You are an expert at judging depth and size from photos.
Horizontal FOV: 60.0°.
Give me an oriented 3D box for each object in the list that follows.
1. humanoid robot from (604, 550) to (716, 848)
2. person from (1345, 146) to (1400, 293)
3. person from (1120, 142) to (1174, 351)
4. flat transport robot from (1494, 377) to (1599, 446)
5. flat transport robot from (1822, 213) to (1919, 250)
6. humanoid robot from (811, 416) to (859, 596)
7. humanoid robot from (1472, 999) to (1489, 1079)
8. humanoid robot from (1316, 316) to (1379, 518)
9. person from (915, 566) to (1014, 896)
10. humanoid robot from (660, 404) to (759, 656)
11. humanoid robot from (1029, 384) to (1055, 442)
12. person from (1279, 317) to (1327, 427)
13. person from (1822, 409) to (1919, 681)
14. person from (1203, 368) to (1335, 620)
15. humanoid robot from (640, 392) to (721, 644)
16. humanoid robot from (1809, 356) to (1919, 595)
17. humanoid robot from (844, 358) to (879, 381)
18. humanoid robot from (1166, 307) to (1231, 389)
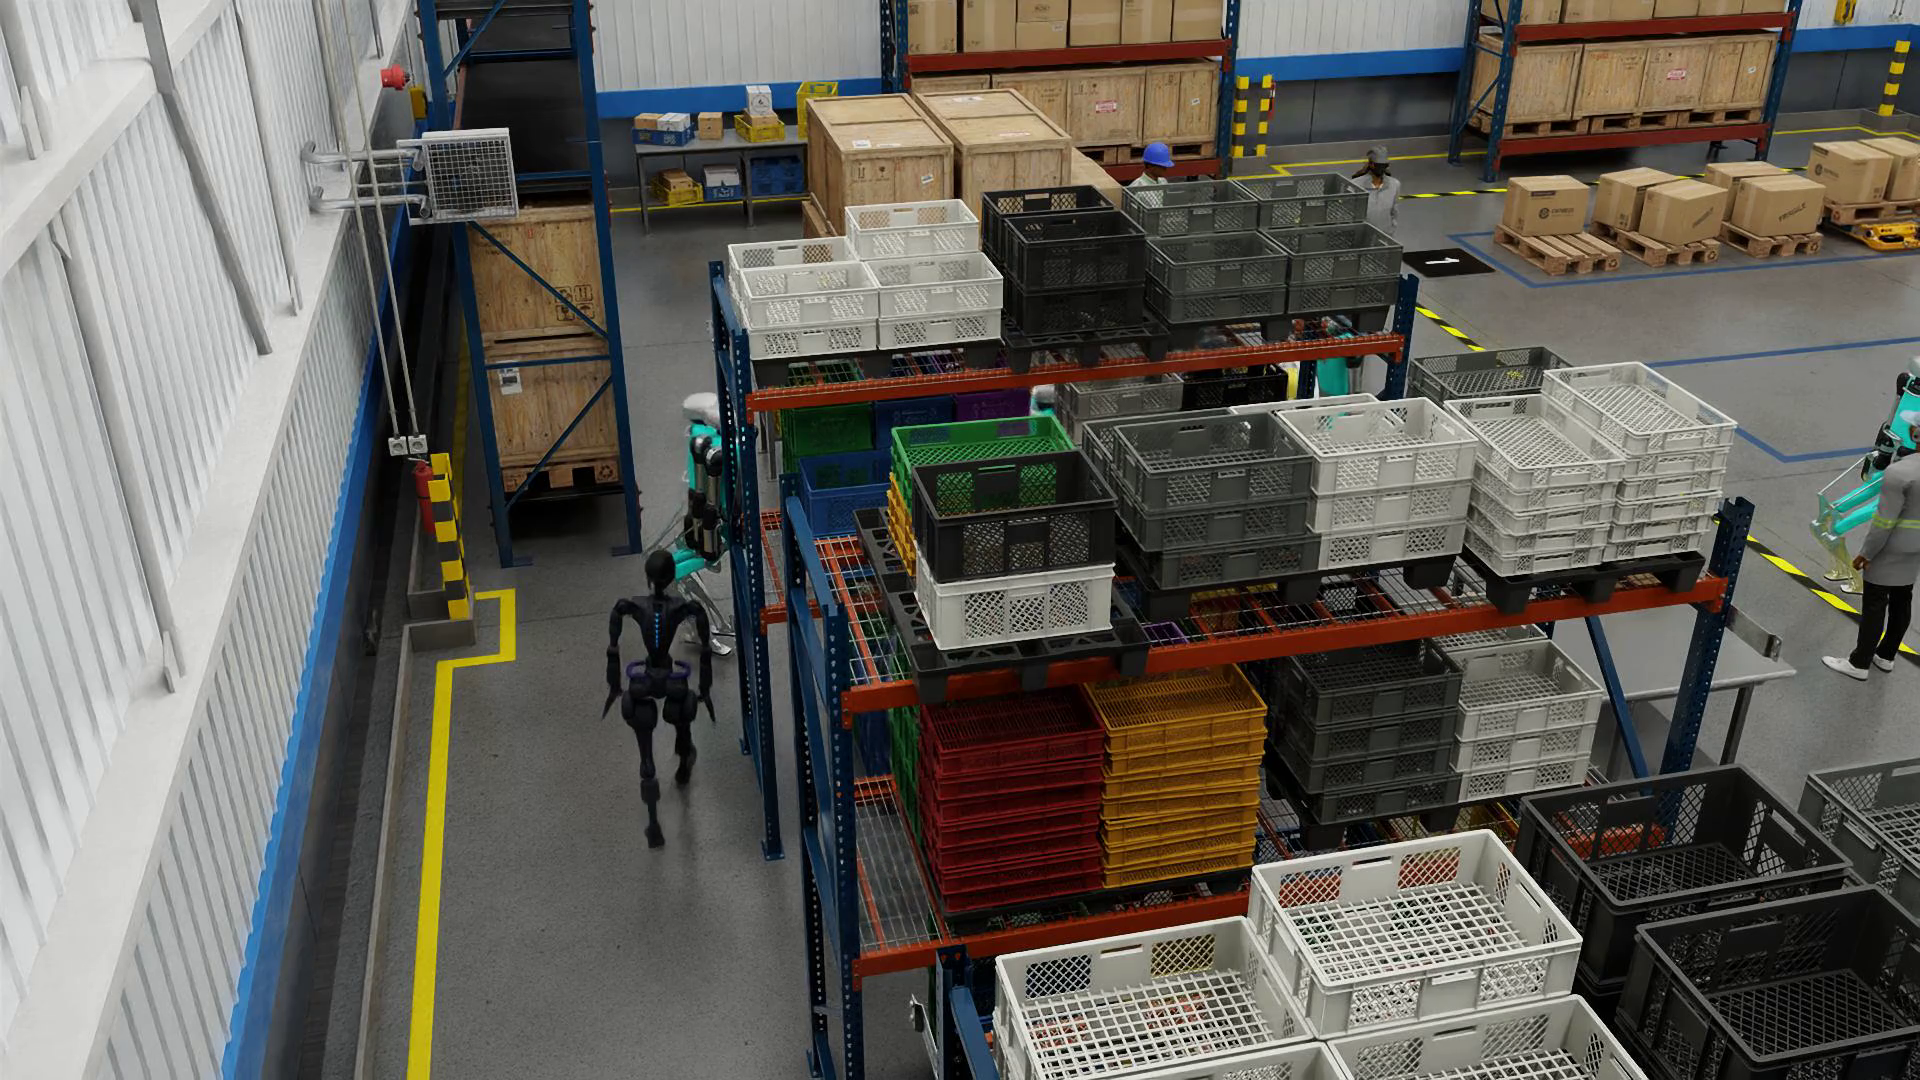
[{"bbox_3d":[-1.648,0.808,9.067,0.611,1.615,0.825,-3,28,-5],"label":"humanoid robot"},{"bbox_3d":[3.899,-2.897,15.932,0.566,1.769,0.397,-5,28,-9],"label":"person"},{"bbox_3d":[1.739,-2.727,15.433,0.412,1.939,0.602,20,34,33],"label":"person"},{"bbox_3d":[4.780,-1.036,14.013,0.659,0.231,1.431,-6,28,-12],"label":"flat transport robot"},{"bbox_3d":[10.246,-3.618,18.882,0.652,0.197,1.431,-6,28,-12],"label":"flat transport robot"},{"bbox_3d":[-0.794,-0.141,10.814,0.417,1.642,0.589,-25,37,-39],"label":"humanoid robot"},{"bbox_3d":[1.514,2.321,6.101,0.985,1.772,0.537,-3,28,-6],"label":"humanoid robot"},{"bbox_3d":[2.901,-0.868,12.159,0.827,1.801,0.531,-13,30,-23],"label":"humanoid robot"},{"bbox_3d":[0.093,0.997,8.279,0.515,2.023,0.634,-4,28,-8],"label":"person"},{"bbox_3d":[-1.631,-0.094,10.512,0.735,1.673,0.533,11,30,19],"label":"humanoid robot"},{"bbox_3d":[0.790,-0.254,10.956,0.788,1.775,0.532,-6,28,-12],"label":"humanoid robot"},{"bbox_3d":[2.322,-0.683,11.607,0.354,1.887,0.572,10,29,18],"label":"person"},{"bbox_3d":[5.809,0.017,10.316,0.589,1.852,0.365,-11,30,-20],"label":"person"},{"bbox_3d":[2.076,-0.262,10.921,0.923,1.765,0.626,2,28,4],"label":"person"},{"bbox_3d":[-1.796,-0.104,10.639,0.674,1.762,0.541,1,28,2],"label":"humanoid robot"},{"bbox_3d":[6.075,-0.429,11.142,0.735,1.677,0.533,-1,28,-2],"label":"humanoid robot"},{"bbox_3d":[-0.746,-0.863,12.181,0.589,1.636,0.610,-17,32,-28],"label":"humanoid robot"},{"bbox_3d":[1.801,-1.034,12.502,0.595,1.635,0.431,13,30,23],"label":"humanoid robot"}]
